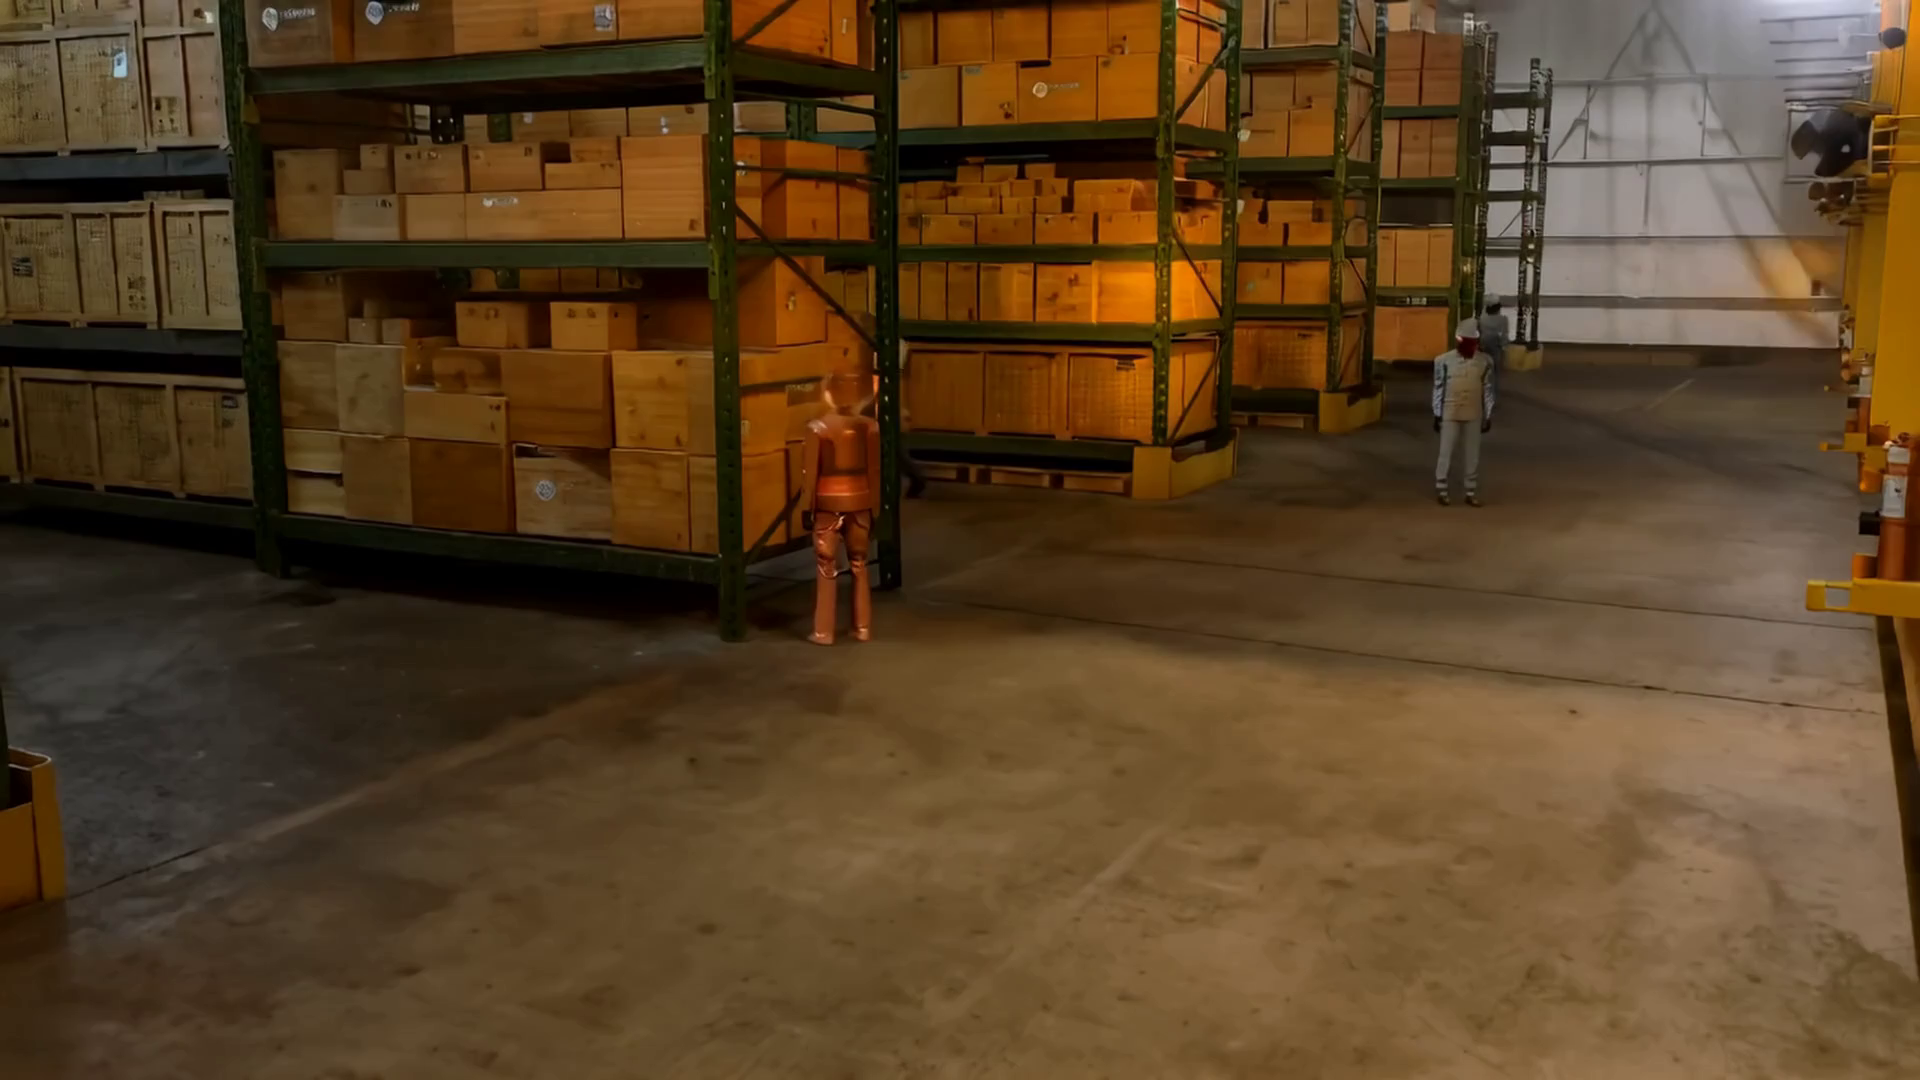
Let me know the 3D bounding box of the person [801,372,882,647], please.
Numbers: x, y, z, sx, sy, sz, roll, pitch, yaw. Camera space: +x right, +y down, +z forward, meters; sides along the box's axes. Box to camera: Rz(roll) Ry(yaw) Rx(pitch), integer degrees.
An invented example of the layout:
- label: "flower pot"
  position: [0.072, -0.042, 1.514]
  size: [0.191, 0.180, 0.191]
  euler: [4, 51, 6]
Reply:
- label: "person"
  position: [-0.695, -0.180, 9.909]
  size: [0.525, 1.632, 0.312]
  euler: [-6, 11, -31]

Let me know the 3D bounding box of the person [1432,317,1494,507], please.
- label: "person"
  position: [4.626, -1.169, 15.294]
  size: [0.564, 1.745, 0.349]
  euler: [0, 10, -2]

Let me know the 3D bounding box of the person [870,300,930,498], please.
- label: "person"
  position: [-0.670, -1.348, 15.906]
  size: [0.952, 1.905, 0.553]
  euler: [5, 11, 28]

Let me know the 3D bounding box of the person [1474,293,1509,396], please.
- label: "person"
  position: [8.271, -2.979, 25.874]
  size: [0.493, 1.712, 0.816]
  euler: [5, 11, 27]
